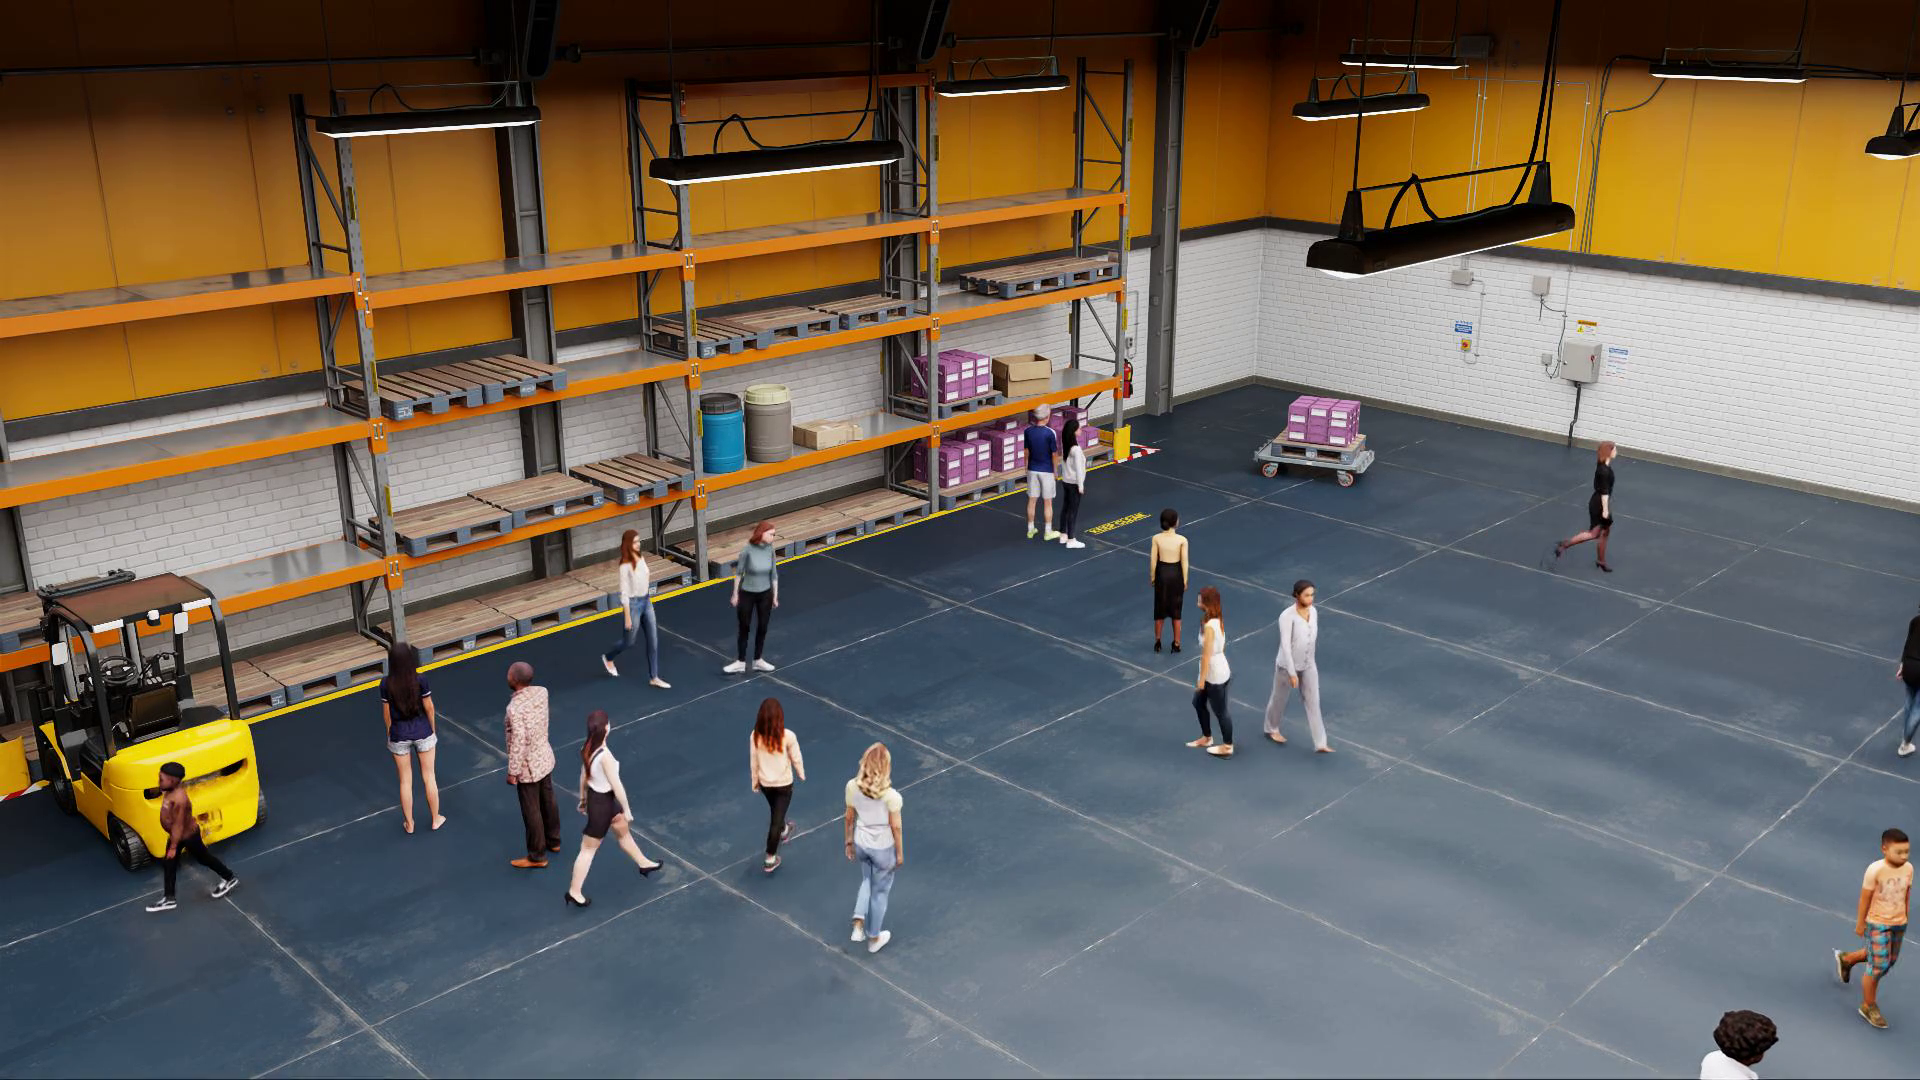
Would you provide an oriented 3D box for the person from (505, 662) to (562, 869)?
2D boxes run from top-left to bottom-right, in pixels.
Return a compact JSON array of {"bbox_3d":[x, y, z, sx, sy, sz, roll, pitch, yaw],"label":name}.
[{"bbox_3d":[-3.566,1.852,13.860,0.833,1.808,0.708,5,19,15],"label":"person"}]

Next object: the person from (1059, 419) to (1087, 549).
[{"bbox_3d":[1.458,-0.750,21.755,0.679,1.700,0.694,-7,20,-20],"label":"person"}]

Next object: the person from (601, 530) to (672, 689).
[{"bbox_3d":[-3.447,0.720,17.387,0.843,1.702,1.076,10,21,27],"label":"person"}]

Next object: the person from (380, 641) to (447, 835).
[{"bbox_3d":[-4.742,1.702,14.372,0.609,1.765,0.710,-5,19,-14],"label":"person"}]

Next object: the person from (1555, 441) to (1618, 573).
[{"bbox_3d":[7.890,-0.397,20.735,0.913,1.683,0.983,6,19,16],"label":"person"}]

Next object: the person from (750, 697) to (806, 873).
[{"bbox_3d":[-1.549,2.053,13.838,0.857,1.441,1.061,6,19,16],"label":"person"}]

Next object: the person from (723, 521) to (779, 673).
[{"bbox_3d":[-2.237,0.619,17.664,0.648,1.717,0.887,-5,19,-14],"label":"person"}]

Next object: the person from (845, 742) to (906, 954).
[{"bbox_3d":[-0.677,2.360,12.495,0.718,1.716,0.755,10,21,27],"label":"person"}]

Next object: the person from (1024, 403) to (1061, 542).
[{"bbox_3d":[1.073,-0.910,22.026,0.698,1.831,0.661,9,21,26],"label":"person"}]

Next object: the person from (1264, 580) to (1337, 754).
[{"bbox_3d":[3.156,1.194,15.996,1.133,1.691,0.934,-10,21,-26],"label":"person"}]

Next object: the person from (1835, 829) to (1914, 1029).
[{"bbox_3d":[6.555,2.704,11.896,0.877,1.446,0.838,-5,19,-14],"label":"person"}]

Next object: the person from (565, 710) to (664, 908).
[{"bbox_3d":[-2.930,2.183,13.218,1.147,1.591,0.716,-12,22,-32],"label":"person"}]

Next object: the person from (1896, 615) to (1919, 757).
[{"bbox_3d":[9.150,1.281,15.853,0.935,1.617,0.614,-16,24,-40],"label":"person"}]

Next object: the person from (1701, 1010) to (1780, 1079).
[{"bbox_3d":[4.227,3.413,9.226,0.759,1.806,0.701,0,19,-1],"label":"person"}]

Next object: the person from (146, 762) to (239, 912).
[{"bbox_3d":[-6.131,2.347,13.304,0.923,1.225,0.540,-16,25,-40],"label":"person"}]

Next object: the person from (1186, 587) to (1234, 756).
[{"bbox_3d":[2.467,1.256,15.718,0.833,1.752,0.774,4,19,12],"label":"person"}]

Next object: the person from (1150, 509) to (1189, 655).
[{"bbox_3d":[2.289,0.455,18.250,0.660,1.654,0.681,6,19,16],"label":"person"}]
